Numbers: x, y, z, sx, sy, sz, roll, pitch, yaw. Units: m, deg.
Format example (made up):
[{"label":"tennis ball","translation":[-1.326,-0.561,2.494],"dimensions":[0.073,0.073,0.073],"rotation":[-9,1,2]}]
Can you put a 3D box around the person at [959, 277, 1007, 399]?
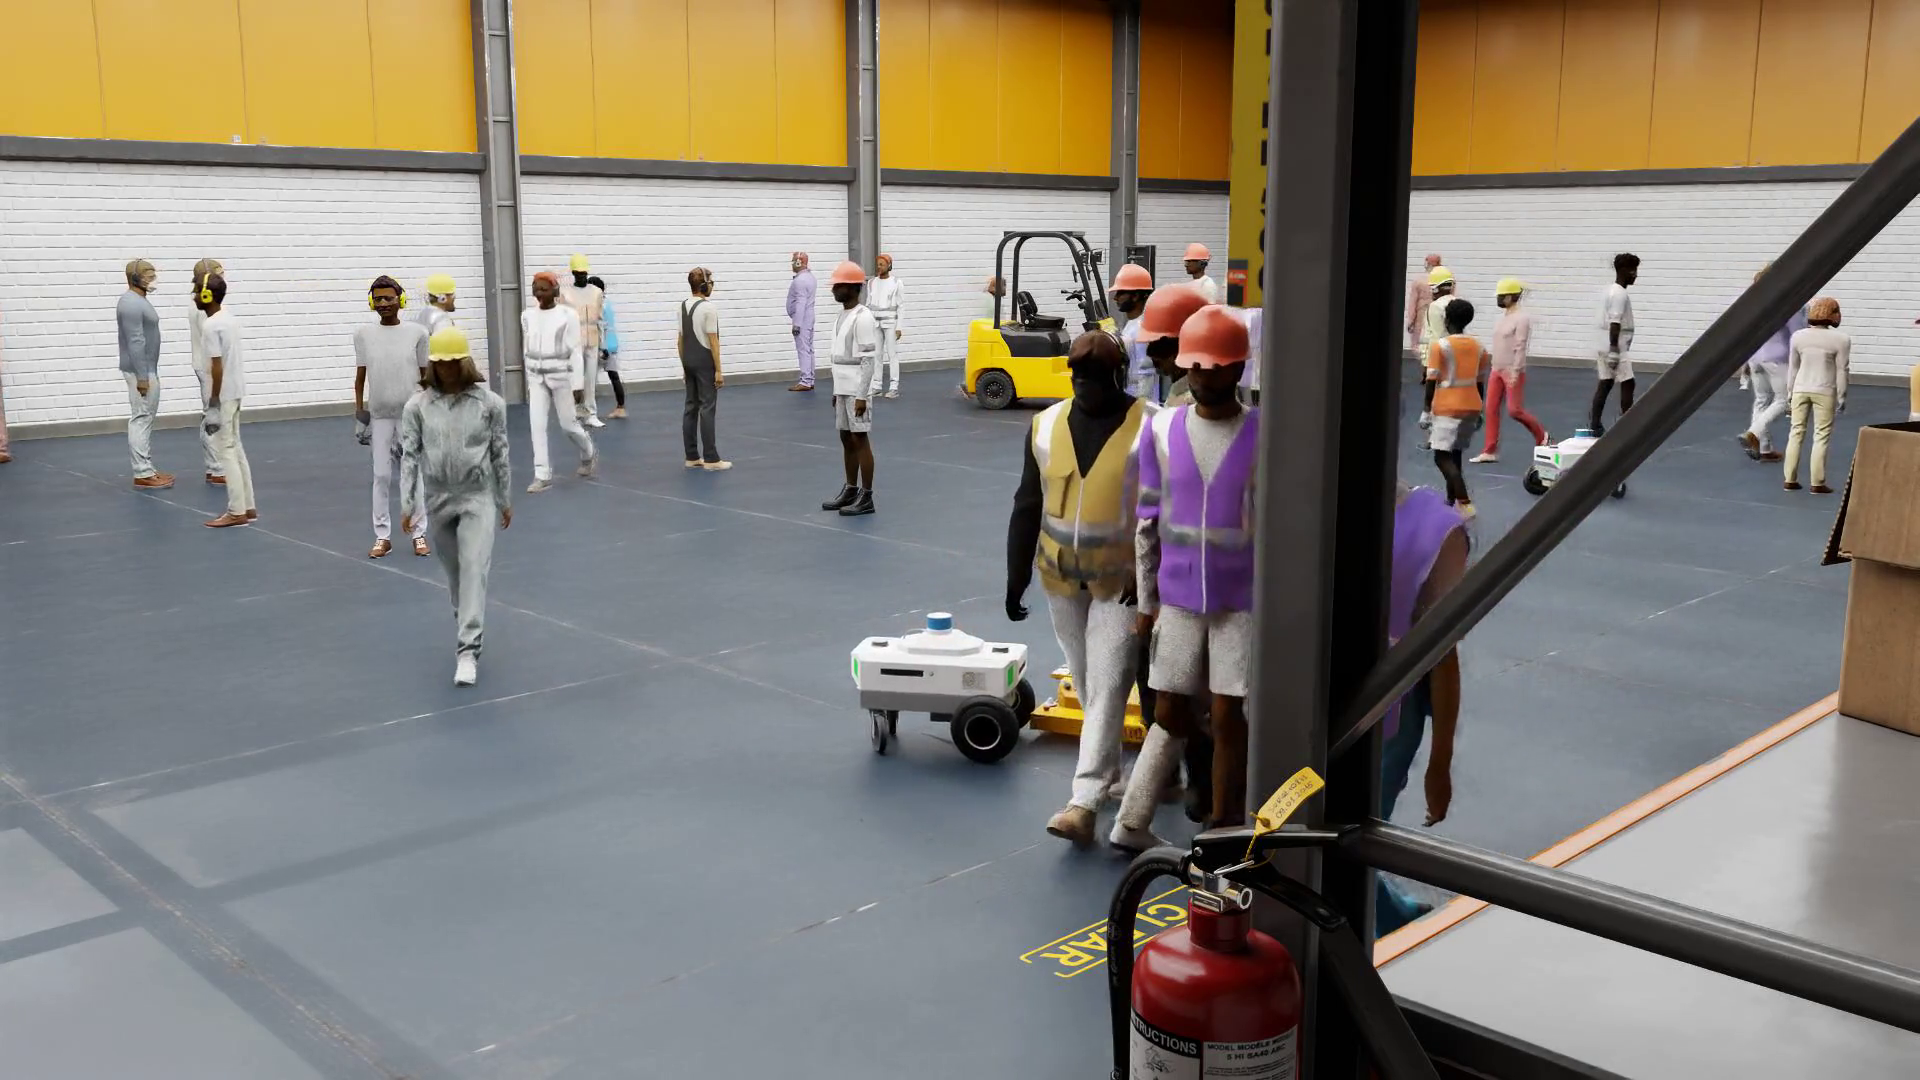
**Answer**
[{"label":"person","translation":[0.347,-2.628,21.678],"dimensions":[0.716,1.605,0.512],"rotation":[-1,10,-7]}]

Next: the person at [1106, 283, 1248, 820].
[{"label":"person","translation":[0.849,0.064,6.003],"dimensions":[0.664,1.962,0.640],"rotation":[-1,10,-8]}]

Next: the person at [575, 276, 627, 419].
[{"label":"person","translation":[-4.217,-2.206,19.208],"dimensions":[0.736,1.658,0.548],"rotation":[2,11,10]}]

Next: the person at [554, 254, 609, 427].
[{"label":"person","translation":[-4.161,-2.188,18.416],"dimensions":[0.621,1.918,0.409],"rotation":[-9,14,-41]}]

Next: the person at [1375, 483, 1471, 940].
[{"label":"person","translation":[1.019,0.469,4.204],"dimensions":[0.795,1.822,0.573],"rotation":[-9,13,-39]}]

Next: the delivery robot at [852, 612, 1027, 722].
[{"label":"delivery robot","translation":[-0.087,0.547,6.958],"dimensions":[0.707,0.478,0.477],"rotation":[2,11,12]}]

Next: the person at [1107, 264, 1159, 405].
[{"label":"person","translation":[1.158,-0.877,11.207],"dimensions":[0.357,1.938,0.542],"rotation":[-1,10,-4]}]

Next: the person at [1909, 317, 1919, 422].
[{"label":"person","translation":[4.601,-0.251,7.813],"dimensions":[0.543,1.931,0.371],"rotation":[-4,11,-20]}]

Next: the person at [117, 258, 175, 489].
[{"label":"person","translation":[-6.914,-1.403,14.075],"dimensions":[0.351,1.936,0.634],"rotation":[-4,11,-21]}]

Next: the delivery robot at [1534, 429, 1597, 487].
[{"label":"delivery robot","translation":[5.045,-0.657,13.528],"dimensions":[0.707,0.478,0.477],"rotation":[-3,11,-17]}]

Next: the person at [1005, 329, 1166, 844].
[{"label":"person","translation":[0.453,0.155,5.971],"dimensions":[0.640,1.795,0.878],"rotation":[6,12,29]}]

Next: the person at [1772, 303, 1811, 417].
[{"label":"person","translation":[9.787,-2.266,19.611],"dimensions":[0.289,1.633,0.498],"rotation":[-6,12,-28]}]

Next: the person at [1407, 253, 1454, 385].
[{"label":"person","translation":[6.644,-3.106,23.493],"dimensions":[0.660,1.886,0.547],"rotation":[-2,11,-11]}]

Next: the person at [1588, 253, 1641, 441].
[{"label":"person","translation":[6.875,-1.964,17.094],"dimensions":[0.744,1.944,0.640],"rotation":[2,11,11]}]

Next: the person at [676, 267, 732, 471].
[{"label":"person","translation":[-2.346,-1.545,15.103],"dimensions":[0.505,1.847,0.347],"rotation":[9,14,41]}]

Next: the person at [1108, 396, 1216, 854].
[{"label":"person","translation":[0.827,0.292,5.836],"dimensions":[0.852,1.601,0.523],"rotation":[-5,12,-26]}]

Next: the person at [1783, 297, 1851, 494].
[{"label":"person","translation":[7.101,-1.194,13.794],"dimensions":[0.280,1.624,0.494],"rotation":[-8,13,-38]}]

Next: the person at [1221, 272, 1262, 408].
[{"label":"person","translation":[2.479,-1.383,14.088],"dimensions":[0.858,1.895,0.595],"rotation":[-4,11,-22]}]

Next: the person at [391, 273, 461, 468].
[{"label":"person","translation":[-4.615,-1.416,14.497],"dimensions":[0.646,1.816,0.603],"rotation":[-7,12,-33]}]

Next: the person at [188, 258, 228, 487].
[{"label":"person","translation":[-6.351,-1.425,14.196],"dimensions":[0.373,1.940,0.630],"rotation":[-6,12,-30]}]

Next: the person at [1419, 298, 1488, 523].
[{"label":"person","translation":[3.663,-0.941,12.266],"dimensions":[0.554,1.673,0.594],"rotation":[-6,12,-30]}]

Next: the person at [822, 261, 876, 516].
[{"label":"person","translation":[-0.847,-1.157,12.736],"dimensions":[0.361,1.938,0.545],"rotation":[-6,12,-28]}]

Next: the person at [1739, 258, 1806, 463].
[{"label":"person","translation":[7.511,-1.652,15.457],"dimensions":[0.621,1.926,0.645],"rotation":[-5,12,-26]}]

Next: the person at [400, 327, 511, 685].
[{"label":"person","translation":[-2.469,-0.196,8.161],"dimensions":[0.503,1.695,0.916],"rotation":[-1,10,-6]}]

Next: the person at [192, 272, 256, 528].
[{"label":"person","translation":[-5.408,-1.019,12.175],"dimensions":[0.329,1.872,0.537],"rotation":[-1,10,-8]}]

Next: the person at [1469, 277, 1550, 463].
[{"label":"person","translation":[5.167,-1.582,15.550],"dimensions":[0.692,1.746,0.527],"rotation":[-3,11,-17]}]

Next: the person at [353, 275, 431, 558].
[{"label":"person","translation":[-3.753,-0.813,11.043],"dimensions":[0.524,1.871,0.325],"rotation":[-3,11,-13]}]

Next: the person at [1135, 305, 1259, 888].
[{"label":"person","translation":[0.863,0.171,5.569],"dimensions":[0.548,1.914,0.583],"rotation":[5,11,23]}]

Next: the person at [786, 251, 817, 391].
[{"label":"person","translation":[-2.190,-3.005,22.900],"dimensions":[0.407,1.909,0.638],"rotation":[1,10,8]}]

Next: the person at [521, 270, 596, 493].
[{"label":"person","translation":[-3.406,-1.357,14.088],"dimensions":[0.579,1.856,0.863],"rotation":[3,11,17]}]

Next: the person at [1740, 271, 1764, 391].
[{"label":"person","translation":[10.959,-2.864,22.850],"dimensions":[0.515,1.641,0.315],"rotation":[5,12,27]}]

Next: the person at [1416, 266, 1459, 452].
[{"label":"person","translation":[4.739,-1.781,16.435],"dimensions":[0.403,1.826,0.594],"rotation":[9,14,40]}]

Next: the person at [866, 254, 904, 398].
[{"label":"person","translation":[-1.002,-2.811,21.902],"dimensions":[0.574,1.884,0.356],"rotation":[6,12,29]}]

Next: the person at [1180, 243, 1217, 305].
[{"label":"person","translation":[2.546,-2.174,17.994],"dimensions":[0.377,2.044,0.608],"rotation":[-3,11,-16]}]

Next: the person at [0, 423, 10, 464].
[{"label":"person","translation":[-9.187,-1.594,15.349],"dimensions":[0.679,1.865,0.572],"rotation":[3,11,18]}]

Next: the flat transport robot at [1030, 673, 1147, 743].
[{"label":"flat transport robot","translation":[0.872,0.623,7.575],"dimensions":[0.652,0.197,1.431],"rotation":[4,11,22]}]

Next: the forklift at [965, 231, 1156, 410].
[{"label":"forklift","translation":[1.222,-2.721,20.561],"dimensions":[2.313,2.155,1.214],"rotation":[2,11,13]}]
